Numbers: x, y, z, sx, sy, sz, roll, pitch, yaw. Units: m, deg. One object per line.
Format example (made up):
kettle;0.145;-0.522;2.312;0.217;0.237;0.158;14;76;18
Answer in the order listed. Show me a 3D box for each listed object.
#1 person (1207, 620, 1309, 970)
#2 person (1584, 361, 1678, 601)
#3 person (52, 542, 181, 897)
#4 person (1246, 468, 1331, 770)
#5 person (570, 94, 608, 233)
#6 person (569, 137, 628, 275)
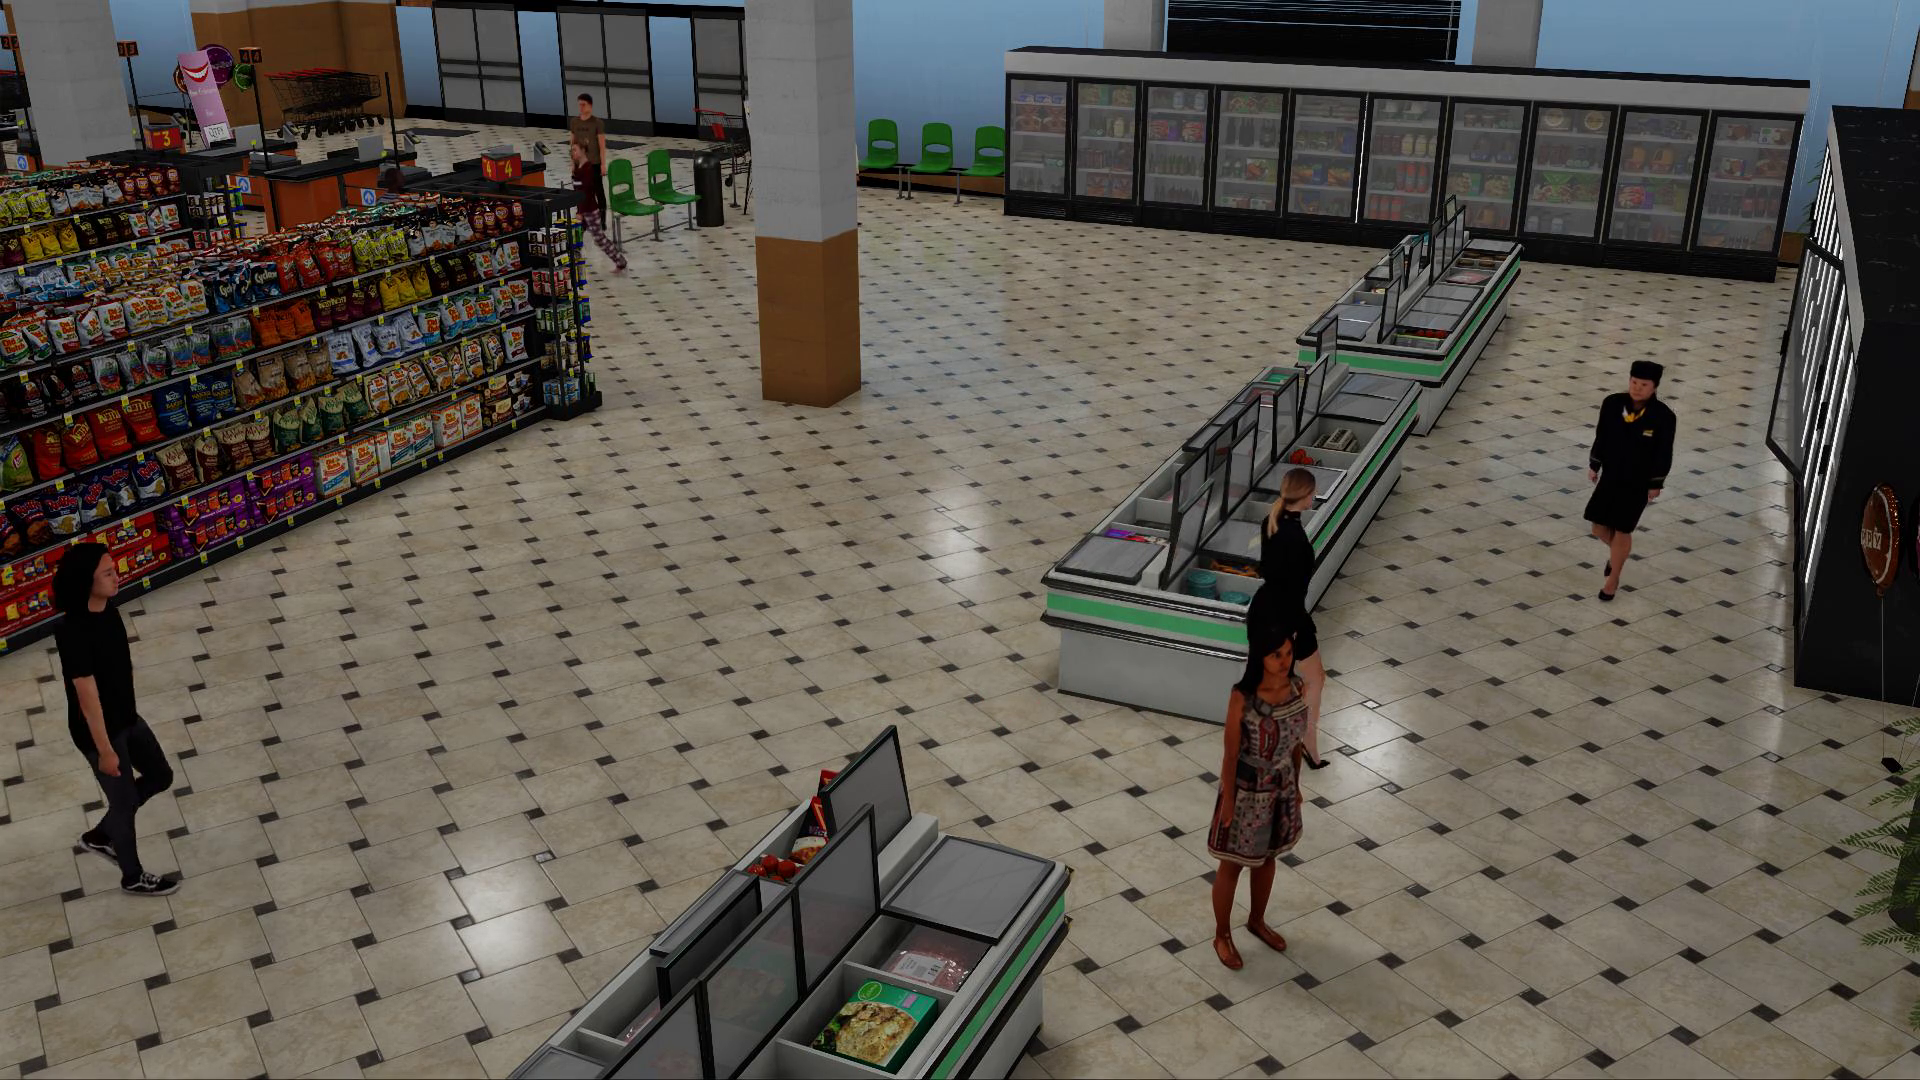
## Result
person;1.341;1.112;7.451;0.689;1.645;0.784;-11;24;-26
person;4.528;-0.417;11.227;0.843;1.666;0.818;-20;29;-40
person;-4.091;0.866;7.827;0.865;1.822;0.800;-1;22;-2
person;1.628;0.485;8.883;0.887;1.740;0.816;-8;23;-20
person;-5.081;-5.170;22.809;0.708;1.851;0.640;5;22;12
person;-4.421;-3.983;20.118;1.162;1.654;1.007;-12;25;-28
